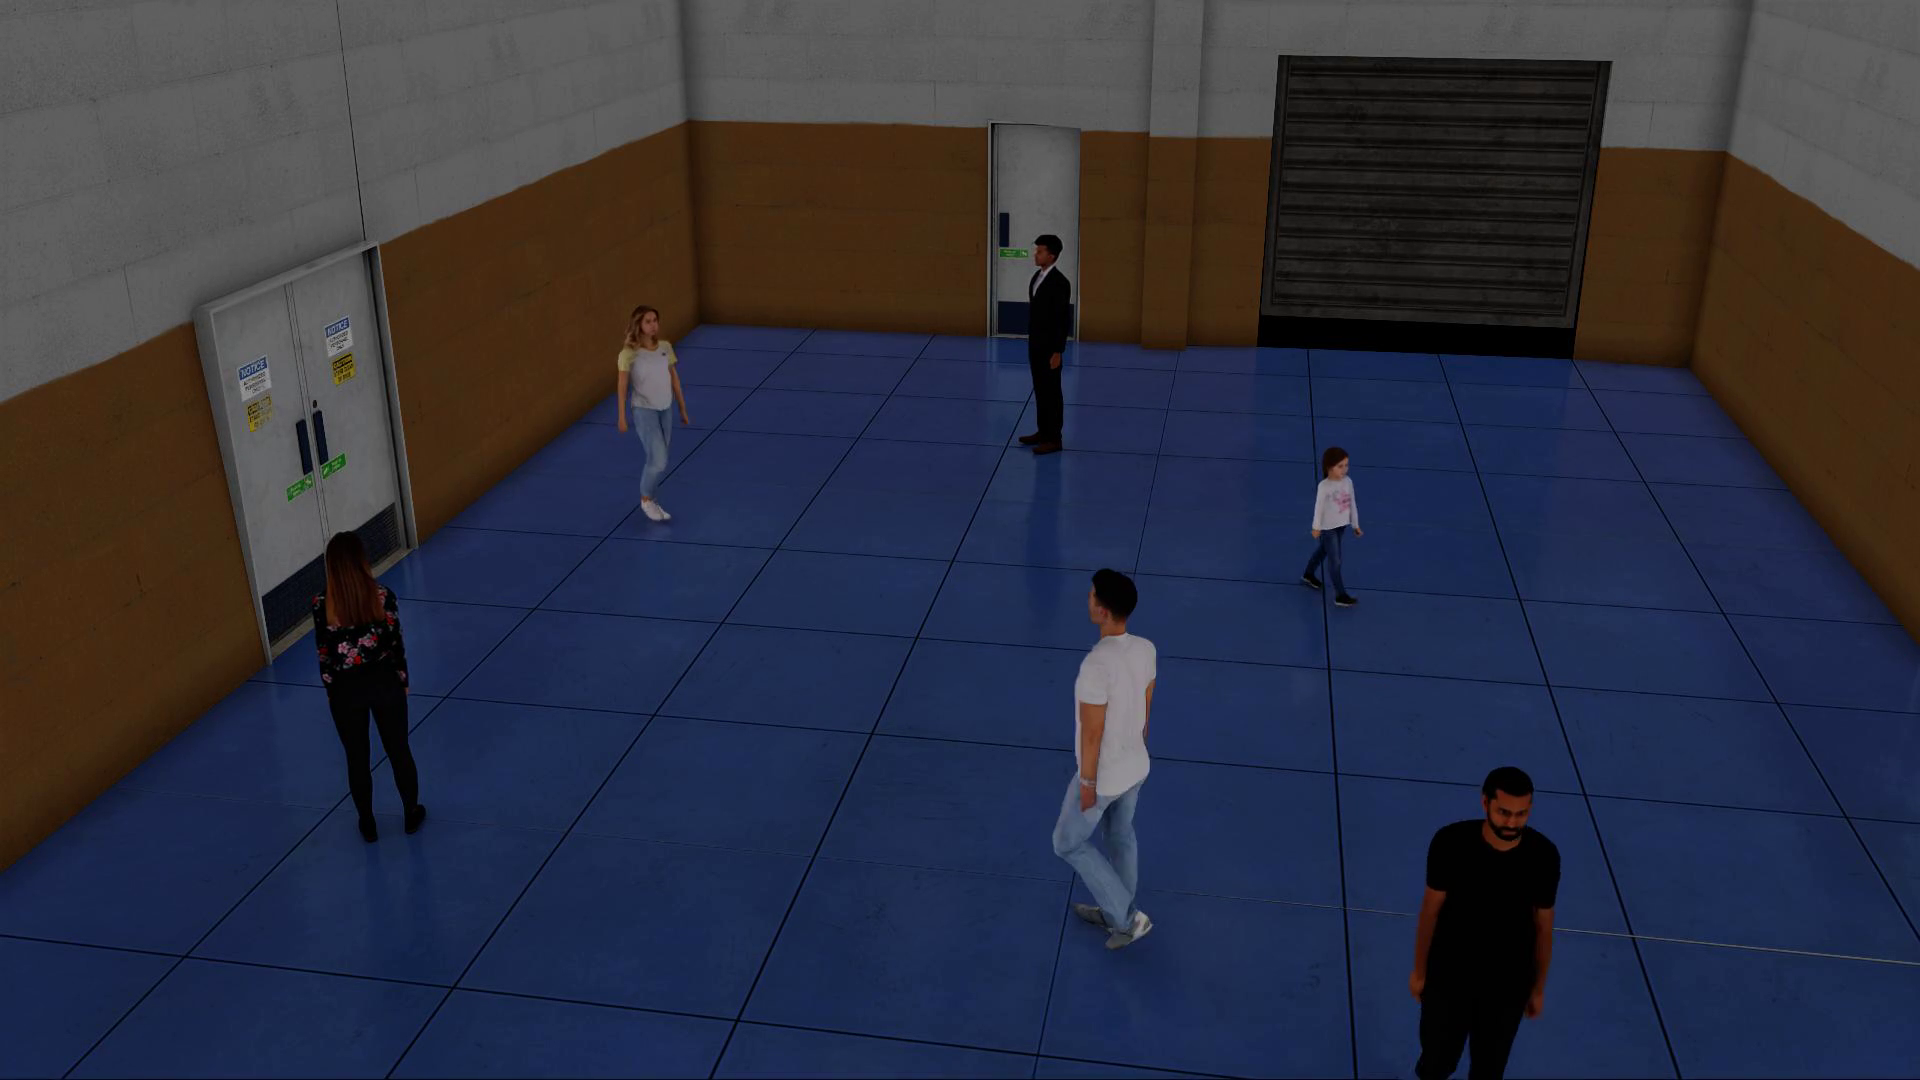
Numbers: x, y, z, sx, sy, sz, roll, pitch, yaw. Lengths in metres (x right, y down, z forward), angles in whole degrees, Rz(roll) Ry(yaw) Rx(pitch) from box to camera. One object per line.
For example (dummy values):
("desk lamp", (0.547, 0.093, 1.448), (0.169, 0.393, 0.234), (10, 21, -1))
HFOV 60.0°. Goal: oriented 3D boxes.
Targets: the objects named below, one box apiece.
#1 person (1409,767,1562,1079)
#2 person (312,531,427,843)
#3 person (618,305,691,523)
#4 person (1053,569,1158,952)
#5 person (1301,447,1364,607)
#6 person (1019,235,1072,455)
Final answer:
("person", (1.931, 1.586, 6.263), (0.728, 1.746, 0.752), (2, 22, 5))
("person", (-3.012, 0.744, 8.443), (0.592, 1.683, 0.704), (-7, 23, -16))
("person", (-2.412, -0.965, 12.641), (0.787, 1.709, 0.751), (16, 27, 35))
("person", (0.742, 1.043, 7.476), (0.950, 1.849, 0.880), (19, 29, 39))
("person", (2.519, -0.128, 11.415), (0.750, 1.085, 0.822), (-15, 26, -33))
("person", (0.757, -1.688, 14.228), (0.769, 1.884, 0.772), (-9, 24, -22))
